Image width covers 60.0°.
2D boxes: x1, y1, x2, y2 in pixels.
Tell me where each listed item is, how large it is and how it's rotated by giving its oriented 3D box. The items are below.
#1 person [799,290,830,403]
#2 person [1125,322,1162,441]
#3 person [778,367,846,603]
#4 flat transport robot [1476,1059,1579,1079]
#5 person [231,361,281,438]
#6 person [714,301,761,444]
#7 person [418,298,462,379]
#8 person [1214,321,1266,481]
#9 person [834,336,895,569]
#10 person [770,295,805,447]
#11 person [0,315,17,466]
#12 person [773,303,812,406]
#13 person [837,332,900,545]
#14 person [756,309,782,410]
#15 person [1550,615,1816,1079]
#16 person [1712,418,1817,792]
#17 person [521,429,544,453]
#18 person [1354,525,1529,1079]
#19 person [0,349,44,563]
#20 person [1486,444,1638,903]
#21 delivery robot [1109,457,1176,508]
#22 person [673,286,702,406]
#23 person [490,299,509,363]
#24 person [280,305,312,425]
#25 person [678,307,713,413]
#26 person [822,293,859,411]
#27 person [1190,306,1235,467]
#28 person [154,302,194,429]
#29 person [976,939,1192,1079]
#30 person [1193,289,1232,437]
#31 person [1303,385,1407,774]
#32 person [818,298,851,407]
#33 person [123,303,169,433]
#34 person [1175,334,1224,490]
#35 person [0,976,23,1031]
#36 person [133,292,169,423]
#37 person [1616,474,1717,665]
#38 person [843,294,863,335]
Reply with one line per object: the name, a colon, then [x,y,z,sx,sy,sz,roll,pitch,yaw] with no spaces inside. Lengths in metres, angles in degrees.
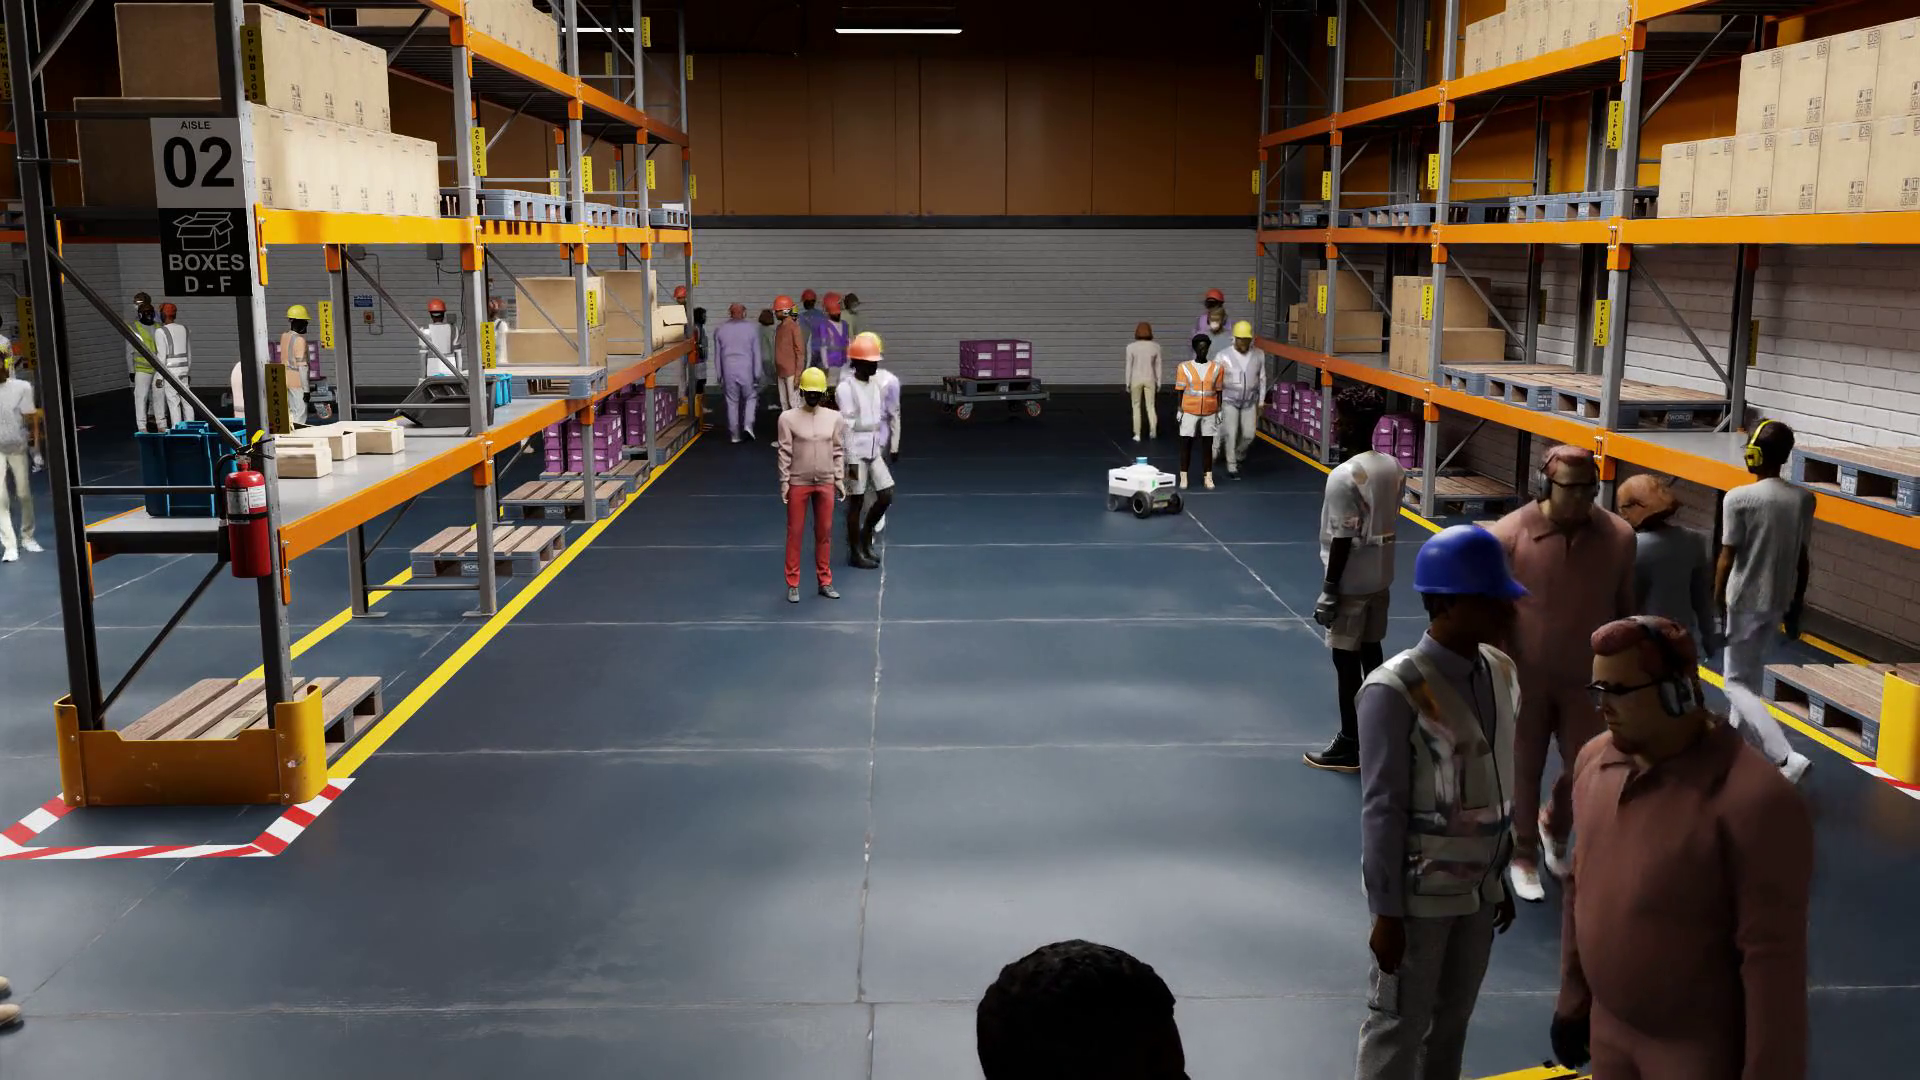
person: [-2.357,-3.105,27.032,0.735,1.915,0.546,9,14,42]
person: [2.468,-2.110,22.290,0.510,1.619,0.549,-1,10,-5]
person: [-1.102,-0.412,12.431,0.523,1.760,0.328,-5,11,-24]
flat transport robot: [1.766,1.767,4.428,0.652,0.197,1.431,-4,11,-20]
person: [-6.455,-0.986,15.384,0.429,1.846,0.633,-10,14,-43]
person: [-2.948,-2.227,22.166,0.643,1.894,0.425,1,10,4]
person: [-6.875,-2.221,22.015,0.548,1.934,0.374,-5,12,-28]
person: [3.143,-1.564,18.710,0.642,1.809,0.517,-1,10,-8]
person: [-0.780,-0.705,13.611,0.399,1.917,0.550,9,13,40]
person: [-2.238,-2.165,21.541,0.392,1.989,0.618,-7,12,-33]
person: [-11.501,-1.811,19.958,0.328,1.862,0.501,-10,14,-43]
person: [-2.378,-2.440,23.518,0.589,1.834,0.403,-7,12,-35]
person: [-0.785,-0.904,14.748,0.591,1.903,0.721,5,11,25]
person: [-3.087,-2.860,26.433,0.529,1.617,0.516,-6,12,-30]
person: [1.657,1.092,3.761,0.559,1.876,0.686,-3,11,-16]
person: [3.891,0.331,8.071,0.530,1.844,0.853,-3,11,-15]
person: [-5.408,-2.030,21.240,0.626,1.838,0.428,-7,12,-35]
person: [1.289,0.920,4.475,0.605,1.951,0.384,-9,14,-41]
person: [-8.092,-0.741,14.147,0.555,1.829,0.786,-4,11,-22]
person: [2.401,0.545,6.731,0.670,1.886,0.418,1,10,4]
delivery robot: [1.794,-0.572,16.413,0.477,0.478,0.707,-7,12,-35]
person: [-4.328,-3.001,26.193,0.614,1.993,0.395,6,12,30]
person: [-6.785,-2.607,24.416,0.574,1.851,0.957,7,12,35]
person: [-8.065,-1.904,20.313,0.396,1.919,0.582,-9,13,-40]
person: [-4.116,-2.787,25.901,0.429,1.677,0.524,-3,11,-16]
person: [-1.661,-2.701,24.734,0.728,1.940,0.938,-10,14,-43]
person: [3.081,-1.855,20.005,0.649,1.923,0.639,5,11,26]
person: [-10.399,-2.192,22.001,0.355,1.883,0.574,3,11,17]
person: [0.107,1.385,1.966,0.387,1.921,0.594,2,10,11]
person: [3.519,-2.445,22.996,0.660,2.030,0.429,8,13,39]
person: [2.003,0.200,8.441,0.368,1.966,0.603,9,13,40]
person: [-1.832,-2.574,24.156,0.778,1.885,0.616,9,14,42]
person: [-11.202,-2.356,23.026,0.430,1.844,0.624,8,13,38]
person: [2.596,-1.388,18.037,0.539,1.697,0.317,0,10,-2]
person: [-3.481,0.762,5.647,0.351,1.846,0.506,-6,12,-32]
person: [-12.047,-2.711,24.737,0.635,1.937,0.352,9,13,40]
person: [3.255,0.493,7.770,0.563,1.611,0.353,-3,11,-15]
person: [-1.689,-2.783,25.259,0.446,1.903,0.689,4,11,21]
